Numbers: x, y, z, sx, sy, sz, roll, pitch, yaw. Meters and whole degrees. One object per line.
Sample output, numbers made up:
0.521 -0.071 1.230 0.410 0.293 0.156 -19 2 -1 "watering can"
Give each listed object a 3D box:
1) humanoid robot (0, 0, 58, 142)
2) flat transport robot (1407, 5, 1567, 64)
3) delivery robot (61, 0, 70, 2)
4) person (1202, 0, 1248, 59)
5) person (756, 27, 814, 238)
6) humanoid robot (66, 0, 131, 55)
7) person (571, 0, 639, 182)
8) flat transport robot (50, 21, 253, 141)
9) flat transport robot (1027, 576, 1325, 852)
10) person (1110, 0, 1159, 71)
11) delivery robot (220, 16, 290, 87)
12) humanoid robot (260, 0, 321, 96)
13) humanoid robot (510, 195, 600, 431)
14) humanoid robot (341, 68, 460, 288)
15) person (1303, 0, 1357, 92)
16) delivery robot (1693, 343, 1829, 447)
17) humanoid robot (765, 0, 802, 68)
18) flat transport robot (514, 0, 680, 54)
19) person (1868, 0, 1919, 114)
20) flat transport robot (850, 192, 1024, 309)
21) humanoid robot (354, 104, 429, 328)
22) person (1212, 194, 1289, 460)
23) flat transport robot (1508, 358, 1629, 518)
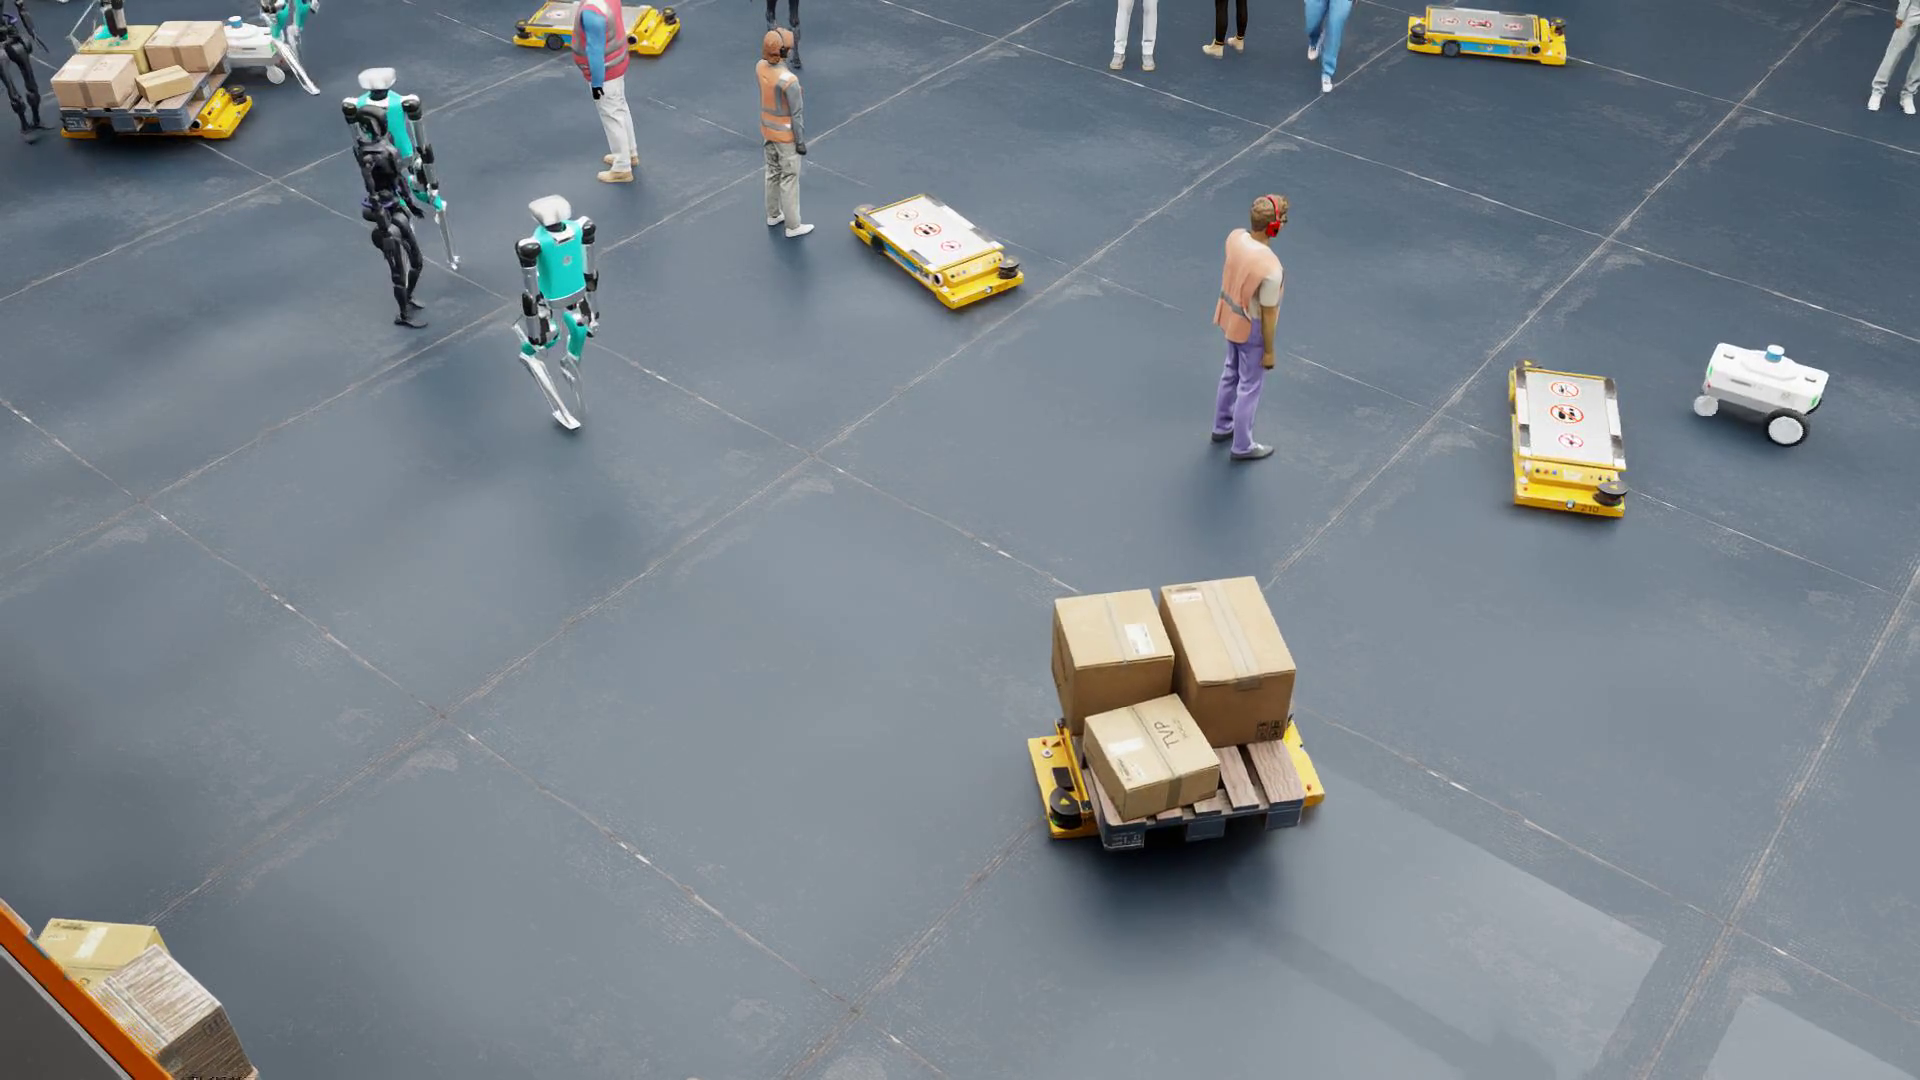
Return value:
-7.984 -4.163 13.897 0.400 1.643 0.608 24 46 25 "humanoid robot"
4.964 -4.758 15.676 1.431 0.231 0.659 9 41 10 "flat transport robot"
-8.708 -5.734 16.611 0.807 0.606 0.499 -21 44 -22 "delivery robot"
2.480 -5.243 15.141 0.539 1.695 0.317 -21 45 -23 "person"
-1.352 -3.091 12.663 0.314 1.629 0.506 -25 46 -27 "person"
-7.307 -4.338 14.128 0.789 1.868 0.532 -20 44 -22 "humanoid robot"
-2.861 -3.769 13.310 0.431 1.836 0.629 0 40 1 "person"
-6.982 -3.714 14.448 1.431 0.231 0.659 0 40 0 "flat transport robot"
1.118 1.174 8.697 1.431 0.231 0.659 -6 41 -7 "flat transport robot"
1.637 -5.136 14.874 0.574 1.883 0.362 5 41 6 "person"
-6.520 -4.436 15.091 0.808 0.614 0.499 0 40 0 "delivery robot"
-6.002 -4.798 14.650 0.538 1.857 0.825 -31 49 -31 "humanoid robot"
-2.632 -1.405 10.687 0.544 1.896 0.716 -33 50 -33 "humanoid robot"
-4.040 -2.682 12.124 0.531 1.802 0.795 -5 41 -6 "humanoid robot"
3.300 -4.898 14.738 0.511 1.688 0.658 8 41 9 "person"
5.351 -1.012 11.045 0.768 0.591 0.499 22 45 24 "delivery robot"
-1.609 -5.078 14.966 0.601 1.645 0.343 -17 43 -19 "humanoid robot"
-3.452 -4.874 15.811 1.431 0.231 0.659 6 41 7 "flat transport robot"
8.273 -4.498 14.237 0.487 1.736 0.320 6 41 7 "person"
-0.194 -2.244 12.718 0.659 0.231 1.431 -24 46 -26 "flat transport robot"
-3.978 -2.274 11.673 0.335 1.665 0.599 1 40 2 "humanoid robot"
1.813 -1.318 10.423 0.425 1.834 0.563 -12 42 -14 "person"
3.961 -0.690 10.889 0.659 0.231 1.431 8 41 9 "flat transport robot"
